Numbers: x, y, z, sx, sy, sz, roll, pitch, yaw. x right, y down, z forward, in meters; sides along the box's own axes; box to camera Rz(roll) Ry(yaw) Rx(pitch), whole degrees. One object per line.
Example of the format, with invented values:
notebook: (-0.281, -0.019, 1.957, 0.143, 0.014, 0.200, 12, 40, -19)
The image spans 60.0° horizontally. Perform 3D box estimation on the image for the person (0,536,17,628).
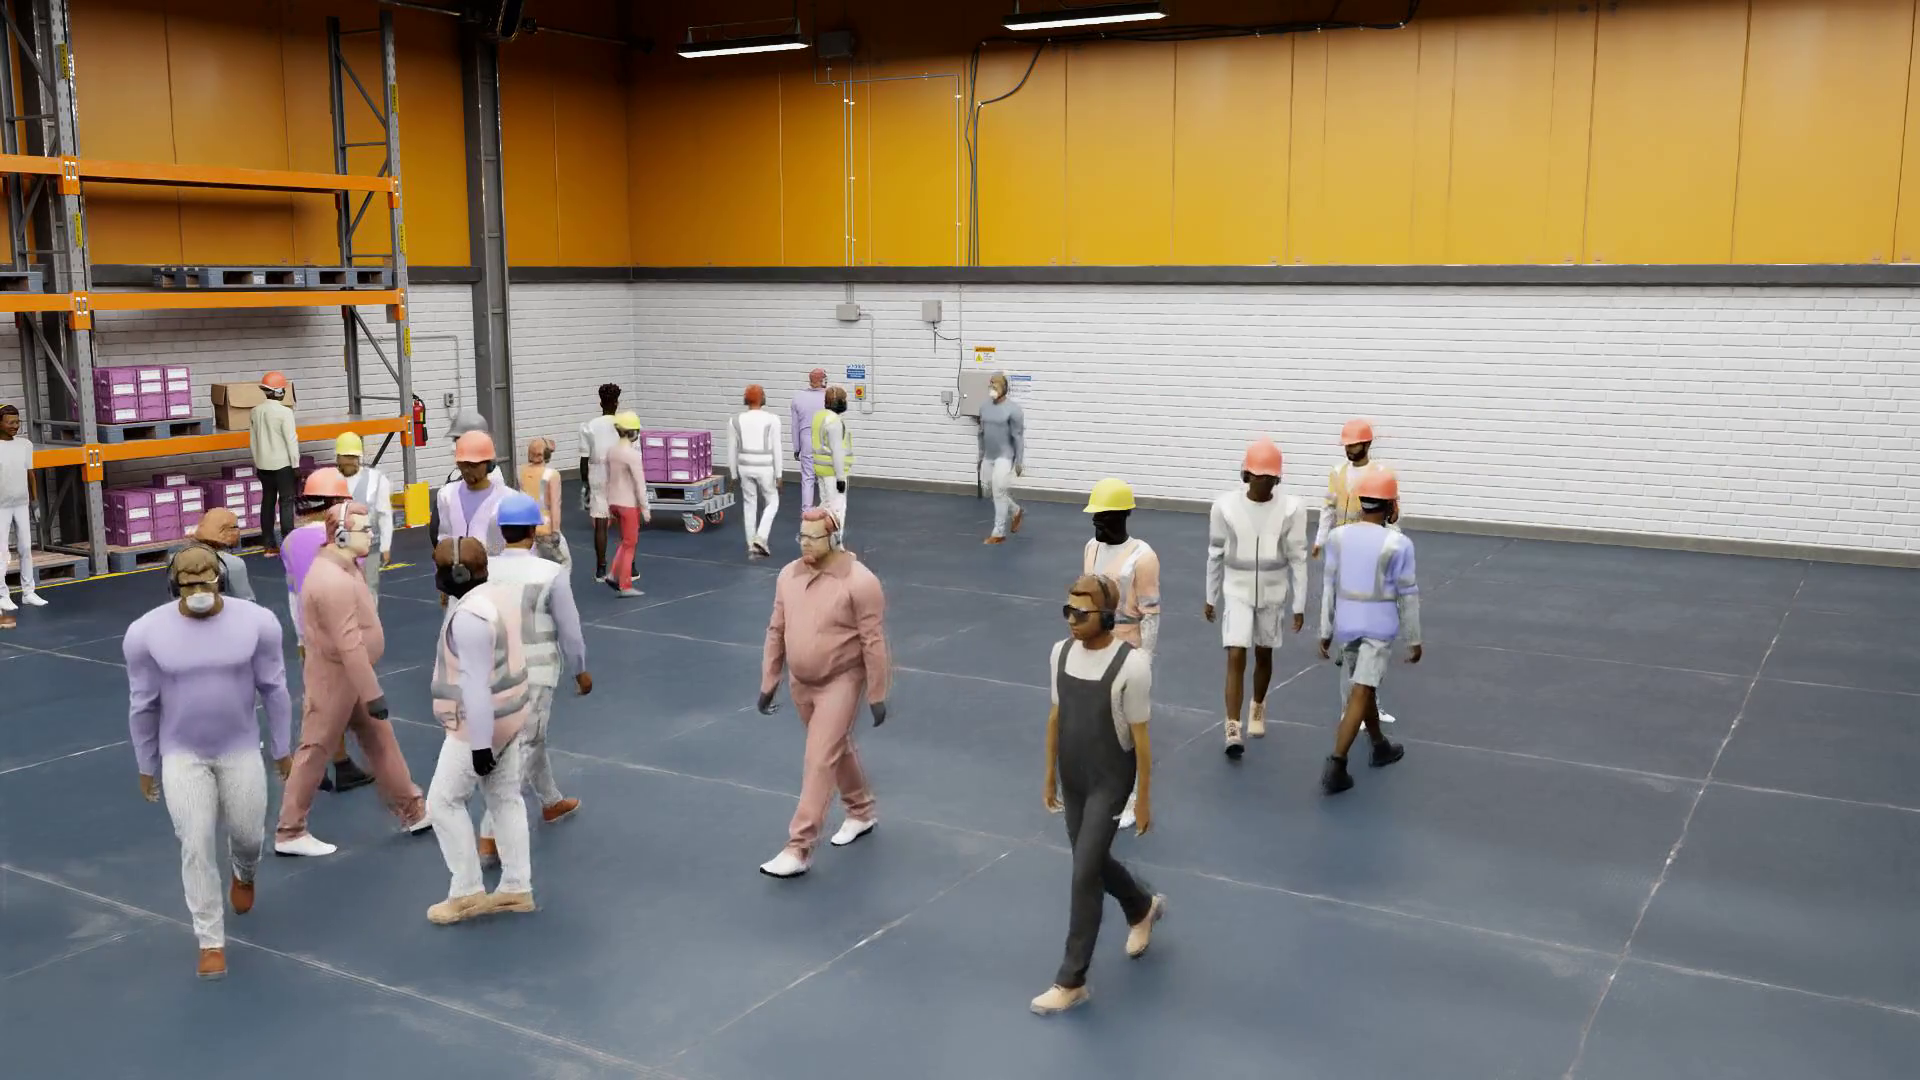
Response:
person: (-8.348, -0.203, 14.083, 0.631, 1.969, 0.636, 6, 11, 33)

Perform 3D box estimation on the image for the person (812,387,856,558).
person: (-1.346, -0.706, 17.697, 0.430, 1.836, 0.659, -4, 10, -22)

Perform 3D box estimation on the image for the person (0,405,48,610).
person: (-8.579, -0.296, 15.050, 0.334, 1.860, 0.508, 6, 11, 32)

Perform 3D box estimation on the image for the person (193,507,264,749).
person: (-4.485, 0.596, 10.235, 0.494, 1.606, 0.672, 6, 11, 33)

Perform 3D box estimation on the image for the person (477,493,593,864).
person: (-2.316, 0.702, 8.739, 0.589, 1.891, 1.034, 4, 10, 23)

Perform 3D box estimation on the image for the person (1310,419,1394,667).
person: (3.013, 0.023, 12.862, 0.655, 1.910, 0.551, -6, 11, -34)

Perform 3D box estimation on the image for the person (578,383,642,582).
person: (-3.431, -0.563, 16.365, 0.610, 1.964, 0.365, -1, 9, -5)

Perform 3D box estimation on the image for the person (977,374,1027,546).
person: (0.505, -0.915, 18.686, 0.676, 1.925, 0.626, -8, 12, -42)

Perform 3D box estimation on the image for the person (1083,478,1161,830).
person: (0.838, 0.614, 9.139, 0.366, 1.926, 0.593, -6, 11, -34)

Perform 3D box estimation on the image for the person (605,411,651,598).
person: (-3.091, -0.326, 15.545, 0.368, 1.750, 0.543, -8, 12, -42)

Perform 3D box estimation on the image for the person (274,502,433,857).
person: (-3.147, 0.727, 8.670, 0.982, 1.853, 0.666, -2, 9, -13)

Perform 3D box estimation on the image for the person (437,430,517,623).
person: (-3.112, 0.290, 10.824, 0.618, 2.032, 0.479, 2, 9, 13)

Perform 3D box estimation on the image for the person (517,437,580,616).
person: (-3.574, -0.085, 14.434, 0.537, 1.616, 0.622, 6, 11, 32)

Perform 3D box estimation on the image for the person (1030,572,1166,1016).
person: (0.614, 1.013, 7.027, 0.875, 1.820, 0.518, -9, 13, -43)

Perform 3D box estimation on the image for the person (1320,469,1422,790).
person: (2.432, 0.520, 9.889, 0.566, 1.887, 1.003, 8, 12, 42)

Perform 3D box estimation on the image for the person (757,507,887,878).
person: (-0.730, 0.746, 8.540, 0.668, 1.851, 0.989, 7, 11, 37)

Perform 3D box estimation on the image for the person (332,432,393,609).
person: (-4.748, 0.063, 12.987, 0.603, 1.792, 0.884, -2, 9, -13)

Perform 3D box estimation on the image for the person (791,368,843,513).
person: (-1.691, -1.111, 19.978, 0.649, 1.904, 0.401, 2, 9, 12)

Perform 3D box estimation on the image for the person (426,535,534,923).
person: (-2.311, 0.881, 7.799, 0.617, 1.818, 0.665, 0, 9, -1)

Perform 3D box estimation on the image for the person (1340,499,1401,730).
person: (2.767, 0.440, 11.142, 0.500, 1.632, 0.286, -6, 11, -34)

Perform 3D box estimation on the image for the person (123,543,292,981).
person: (-3.307, 0.915, 7.361, 0.642, 1.911, 0.730, -4, 10, -24)

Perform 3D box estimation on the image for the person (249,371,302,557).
person: (-7.277, -0.799, 17.747, 0.610, 1.996, 0.384, 4, 10, 25)

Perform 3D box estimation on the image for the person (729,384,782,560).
person: (-2.155, -0.714, 17.597, 0.586, 1.870, 0.420, 1, 9, 8)

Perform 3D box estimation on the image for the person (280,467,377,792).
person: (-3.668, 0.544, 9.613, 0.578, 1.913, 0.593, 4, 10, 23)

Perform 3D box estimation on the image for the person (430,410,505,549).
person: (-3.624, 0.056, 12.270, 0.538, 2.000, 0.684, -5, 11, -30)

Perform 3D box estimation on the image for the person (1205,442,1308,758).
person: (1.878, 0.366, 10.538, 0.635, 1.974, 1.050, 1, 9, 7)
